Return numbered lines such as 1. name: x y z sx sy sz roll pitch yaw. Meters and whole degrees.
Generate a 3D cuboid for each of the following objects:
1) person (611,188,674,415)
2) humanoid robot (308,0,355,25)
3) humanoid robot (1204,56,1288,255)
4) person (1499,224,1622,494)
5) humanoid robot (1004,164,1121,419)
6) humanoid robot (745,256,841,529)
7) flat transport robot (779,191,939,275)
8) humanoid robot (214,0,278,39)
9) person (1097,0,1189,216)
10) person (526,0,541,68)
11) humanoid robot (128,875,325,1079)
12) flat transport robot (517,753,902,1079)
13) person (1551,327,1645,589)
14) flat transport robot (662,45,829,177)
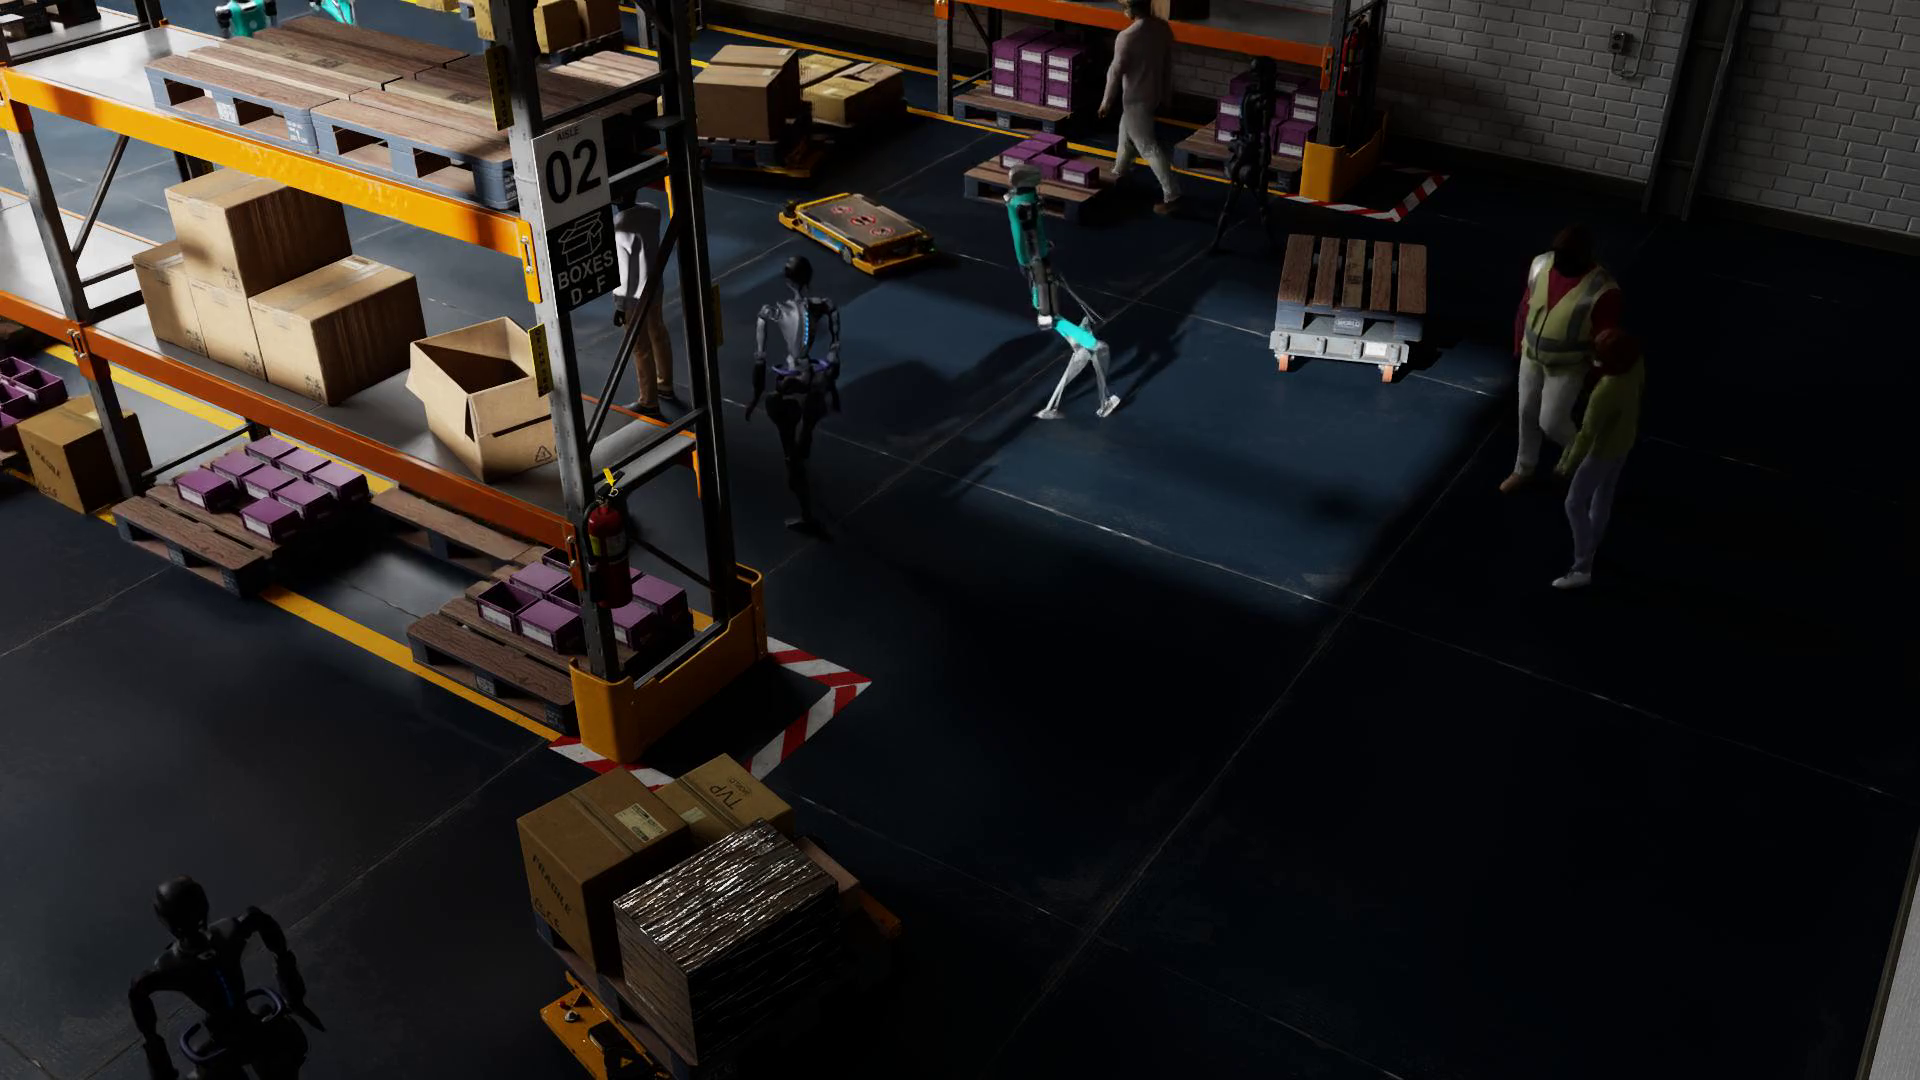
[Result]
1. person: -2.163 -1.666 11.070 0.332 1.752 0.562 12 35 18
2. humanoid robot: -6.430 -5.637 17.209 0.546 1.745 1.027 -26 41 -34
3. humanoid robot: 2.374 -3.079 13.339 0.711 1.632 0.585 -8 34 -12
4. person: 3.667 -1.098 10.152 0.515 1.818 0.631 -21 38 -28
5. humanoid robot: 0.766 -1.613 11.046 0.971 1.787 0.587 -1 33 -1
6. humanoid robot: -0.986 -0.907 10.020 0.626 1.620 0.768 -16 36 -22
7. flat transport robot: -0.856 -2.580 13.839 0.659 0.231 1.431 -22 39 -30
8. humanoid robot: -6.392 -4.184 15.021 0.548 1.834 0.794 -26 41 -34
9. person: 1.577 -3.733 14.141 1.009 1.891 0.639 25 40 33
10. person: -3.974 -4.399 15.106 0.432 1.944 0.481 2 33 3
11. humanoid robot: -2.550 1.781 5.859 0.610 1.638 0.601 27 42 35
12. flat transport robot: -0.999 1.806 7.097 1.431 0.231 0.659 -26 41 -34
13. person: 3.626 -0.497 9.411 0.596 1.611 0.314 -26 41 -34
14. flat transport robot: -1.992 -3.597 15.401 1.431 0.231 0.659 6 34 9
